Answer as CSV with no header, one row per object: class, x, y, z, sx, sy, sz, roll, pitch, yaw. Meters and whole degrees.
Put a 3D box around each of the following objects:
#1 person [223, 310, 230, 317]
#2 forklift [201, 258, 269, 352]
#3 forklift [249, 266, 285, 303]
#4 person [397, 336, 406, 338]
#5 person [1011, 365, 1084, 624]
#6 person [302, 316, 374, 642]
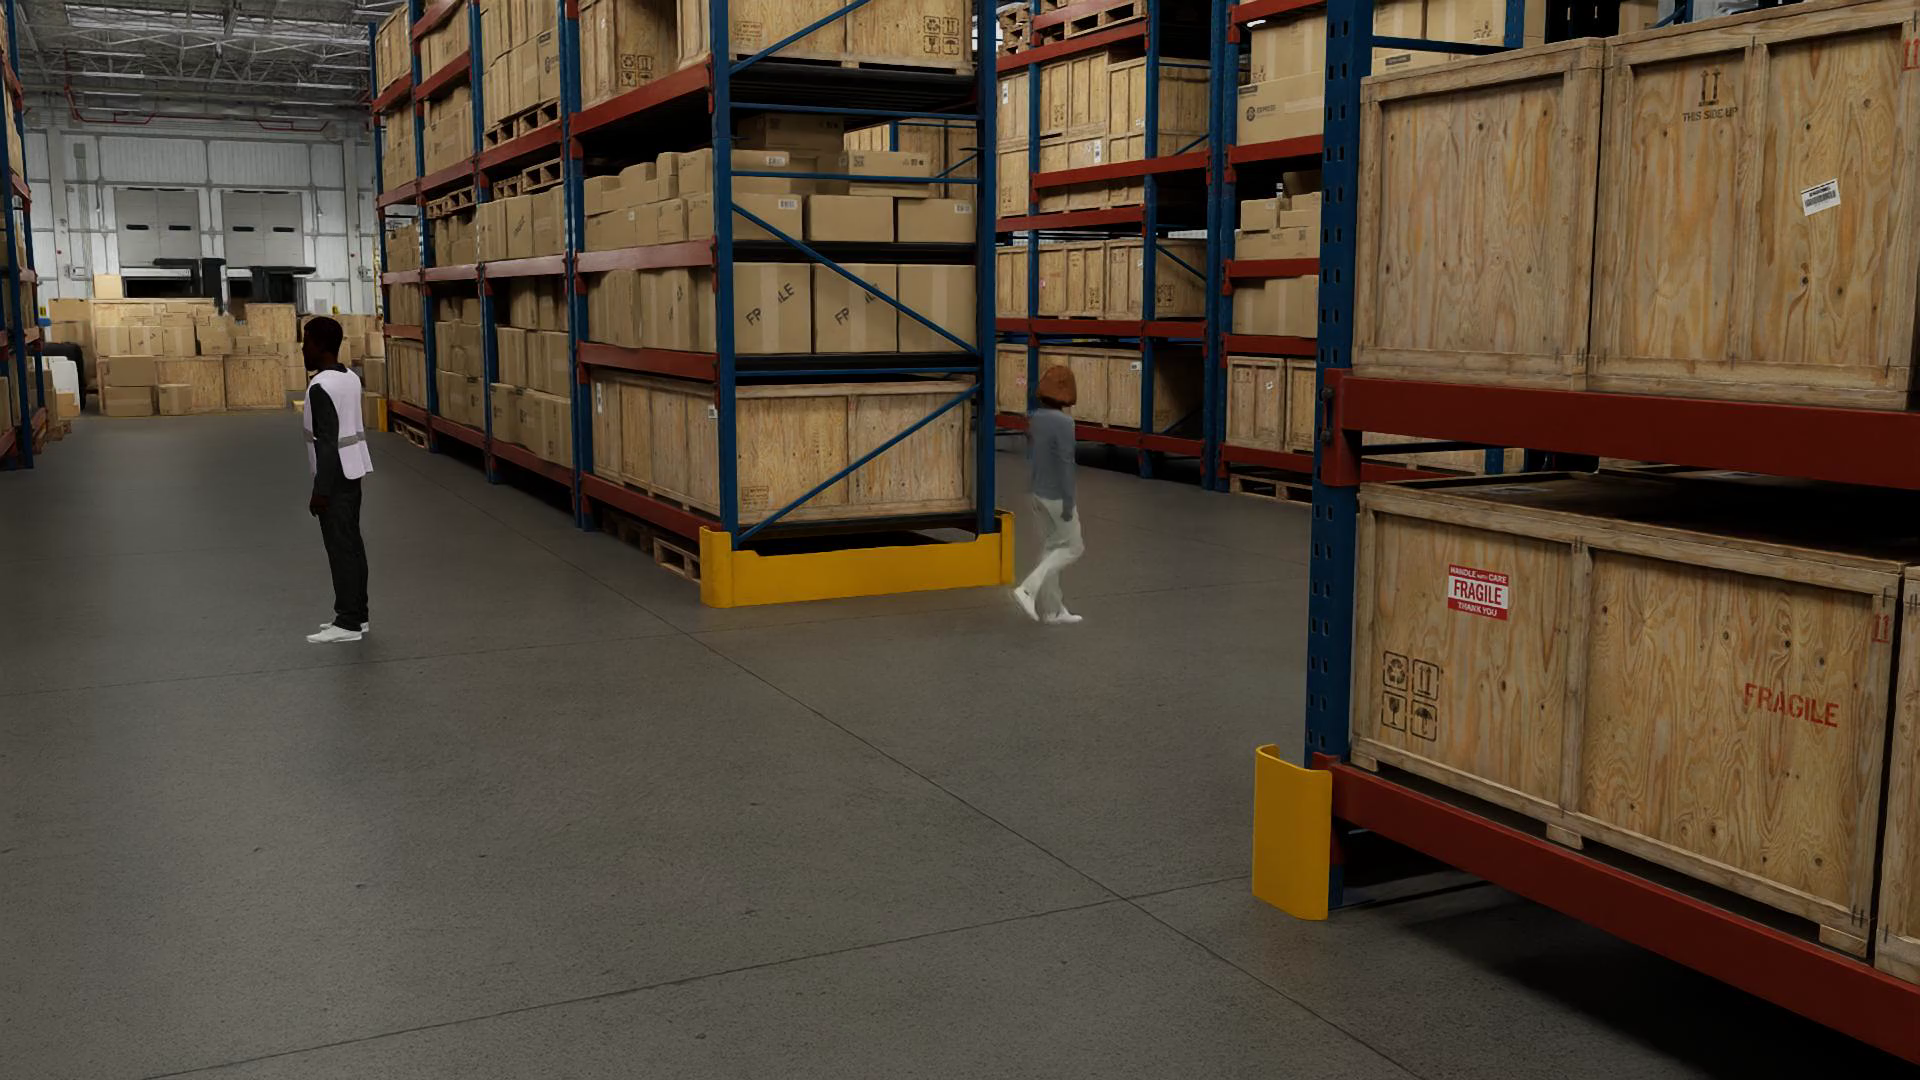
person,-23.300,-6.539,52.466,0.651,1.918,0.454,5,10,31
forklift,-14.838,-4.218,33.174,1.873,2.768,1.129,-4,9,-27
forklift,-17.035,-5.357,41.029,1.873,2.768,1.129,2,8,11
person,-9.259,-3.006,28.155,0.614,1.922,0.645,-4,9,-24
person,0.546,-0.260,10.196,0.467,1.619,0.506,-4,9,-25
person,-3.690,-0.356,9.841,0.393,1.920,0.591,-1,8,-6
